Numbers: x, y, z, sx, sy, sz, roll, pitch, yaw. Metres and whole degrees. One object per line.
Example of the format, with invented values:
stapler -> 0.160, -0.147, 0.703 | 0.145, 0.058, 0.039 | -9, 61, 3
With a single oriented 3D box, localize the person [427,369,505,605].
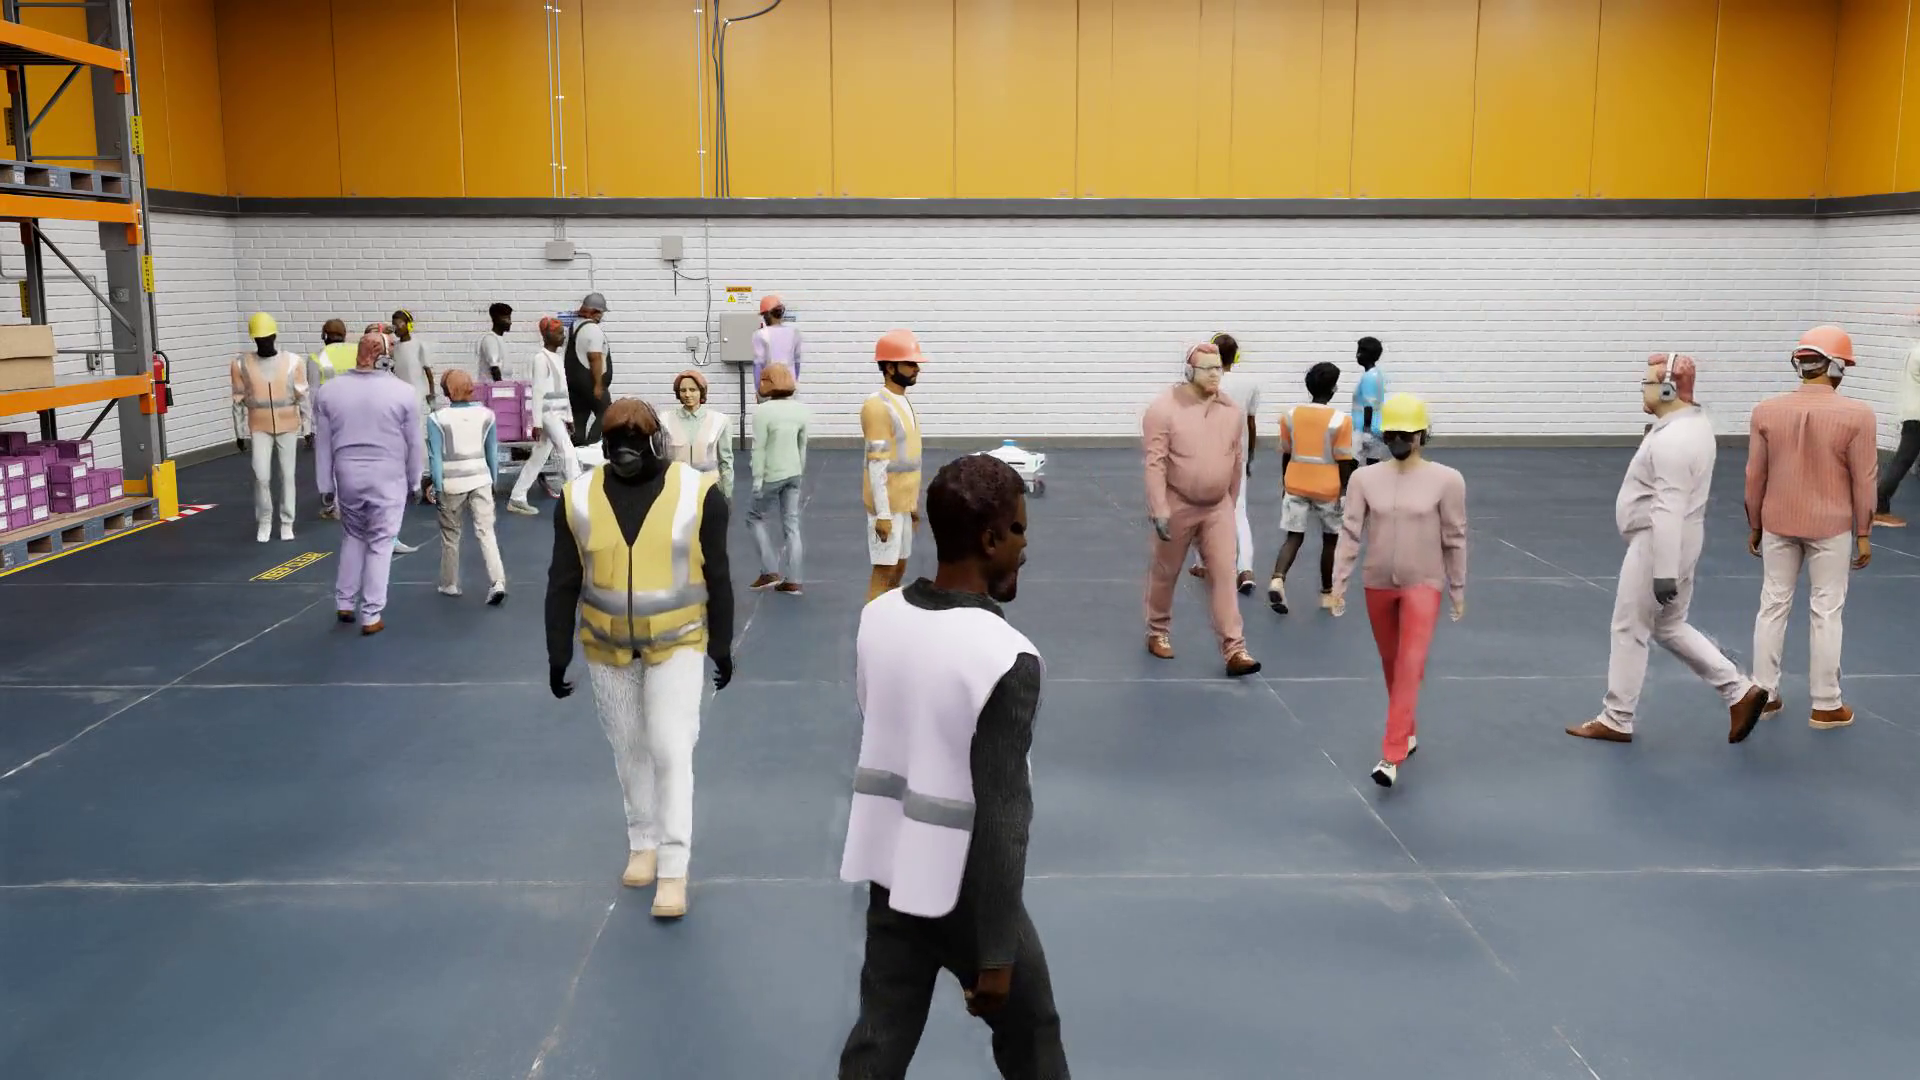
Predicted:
person -> -3.346, -0.365, 11.306 | 0.520, 1.601, 0.855 | -7, 12, -37

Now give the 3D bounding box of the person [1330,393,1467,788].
person -> 1.923, 0.214, 7.368 | 0.551, 1.714, 0.904 | 6, 11, 31

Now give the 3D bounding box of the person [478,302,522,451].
person -> -5.204, -1.649, 18.333 | 1.051, 1.923, 0.617 | 0, 9, 2

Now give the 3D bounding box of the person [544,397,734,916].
person -> -1.152, 0.409, 5.896 | 0.659, 1.812, 0.776 | 1, 9, 3

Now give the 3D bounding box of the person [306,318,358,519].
person -> -5.644, -1.100, 15.120 | 0.478, 1.821, 0.695 | 8, 12, 39

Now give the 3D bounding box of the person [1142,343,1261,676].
person -> 1.341, -0.179, 9.395 | 0.648, 1.853, 1.012 | -3, 10, -16

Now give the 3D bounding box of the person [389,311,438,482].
person -> -5.827, -1.469, 17.366 | 0.562, 1.819, 0.953 | 4, 10, 23

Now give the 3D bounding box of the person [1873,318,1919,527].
person -> 8.493, -1.057, 14.489 | 0.981, 1.943, 0.622 | 5, 11, 29

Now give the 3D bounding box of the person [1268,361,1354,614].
person -> 2.298, -0.328, 10.849 | 0.547, 1.669, 0.718 | 7, 12, 36

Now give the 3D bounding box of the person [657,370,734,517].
person -> -1.681, -0.254, 10.493 | 0.514, 1.641, 0.309 | -1, 9, -5

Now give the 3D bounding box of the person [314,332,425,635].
person -> -3.645, -0.355, 10.394 | 0.644, 1.873, 0.572 | 0, 9, 0

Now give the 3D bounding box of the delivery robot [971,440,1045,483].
delivery robot -> 0.483, -0.760, 16.628 | 0.707, 0.478, 0.477 | 3, 10, 15

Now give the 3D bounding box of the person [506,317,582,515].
person -> -3.751, -1.122, 15.234 | 0.976, 1.838, 0.593 | 0, 9, -1

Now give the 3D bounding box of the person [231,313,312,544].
person -> -5.685, -0.920, 13.772 | 0.601, 1.902, 0.588 | -4, 10, -23

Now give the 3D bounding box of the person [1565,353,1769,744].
person -> 3.361, 0.060, 7.822 | 0.791, 1.885, 0.651 | 7, 11, 35

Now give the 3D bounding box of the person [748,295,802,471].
person -> -2.004, -1.676, 18.180 | 0.607, 1.987, 1.025 | -5, 10, -27

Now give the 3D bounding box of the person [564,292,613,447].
person -> -4.165, -1.787, 18.670 | 0.693, 2.000, 0.540 | 9, 13, 43

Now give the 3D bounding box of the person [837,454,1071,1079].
person -> 0.042, 0.741, 3.686 | 0.973, 1.867, 0.617 | -7, 12, -38

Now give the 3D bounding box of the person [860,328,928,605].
person -> -0.351, -0.204, 9.272 | 0.363, 1.939, 0.542 | 2, 10, 15

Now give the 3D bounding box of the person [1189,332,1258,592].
person -> 1.899, -0.561, 11.835 | 0.520, 1.827, 0.976 | -1, 9, -6

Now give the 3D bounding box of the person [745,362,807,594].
person -> -1.301, -0.428, 11.612 | 0.484, 1.616, 0.534 | 9, 13, 42

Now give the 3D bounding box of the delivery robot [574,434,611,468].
delivery robot -> -3.661, -0.862, 17.255 | 0.707, 0.478, 0.477 | -3, 10, -16

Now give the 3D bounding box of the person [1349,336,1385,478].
person -> 3.736, -1.012, 15.059 | 0.796, 1.670, 0.540 | 3, 10, 20

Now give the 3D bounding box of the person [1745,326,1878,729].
person -> 4.224, -0.063, 8.268 | 0.391, 1.986, 0.609 | -9, 13, -43

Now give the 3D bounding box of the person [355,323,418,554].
person -> -4.622, -0.801, 13.232 | 0.390, 1.841, 0.566 | -7, 12, -37
